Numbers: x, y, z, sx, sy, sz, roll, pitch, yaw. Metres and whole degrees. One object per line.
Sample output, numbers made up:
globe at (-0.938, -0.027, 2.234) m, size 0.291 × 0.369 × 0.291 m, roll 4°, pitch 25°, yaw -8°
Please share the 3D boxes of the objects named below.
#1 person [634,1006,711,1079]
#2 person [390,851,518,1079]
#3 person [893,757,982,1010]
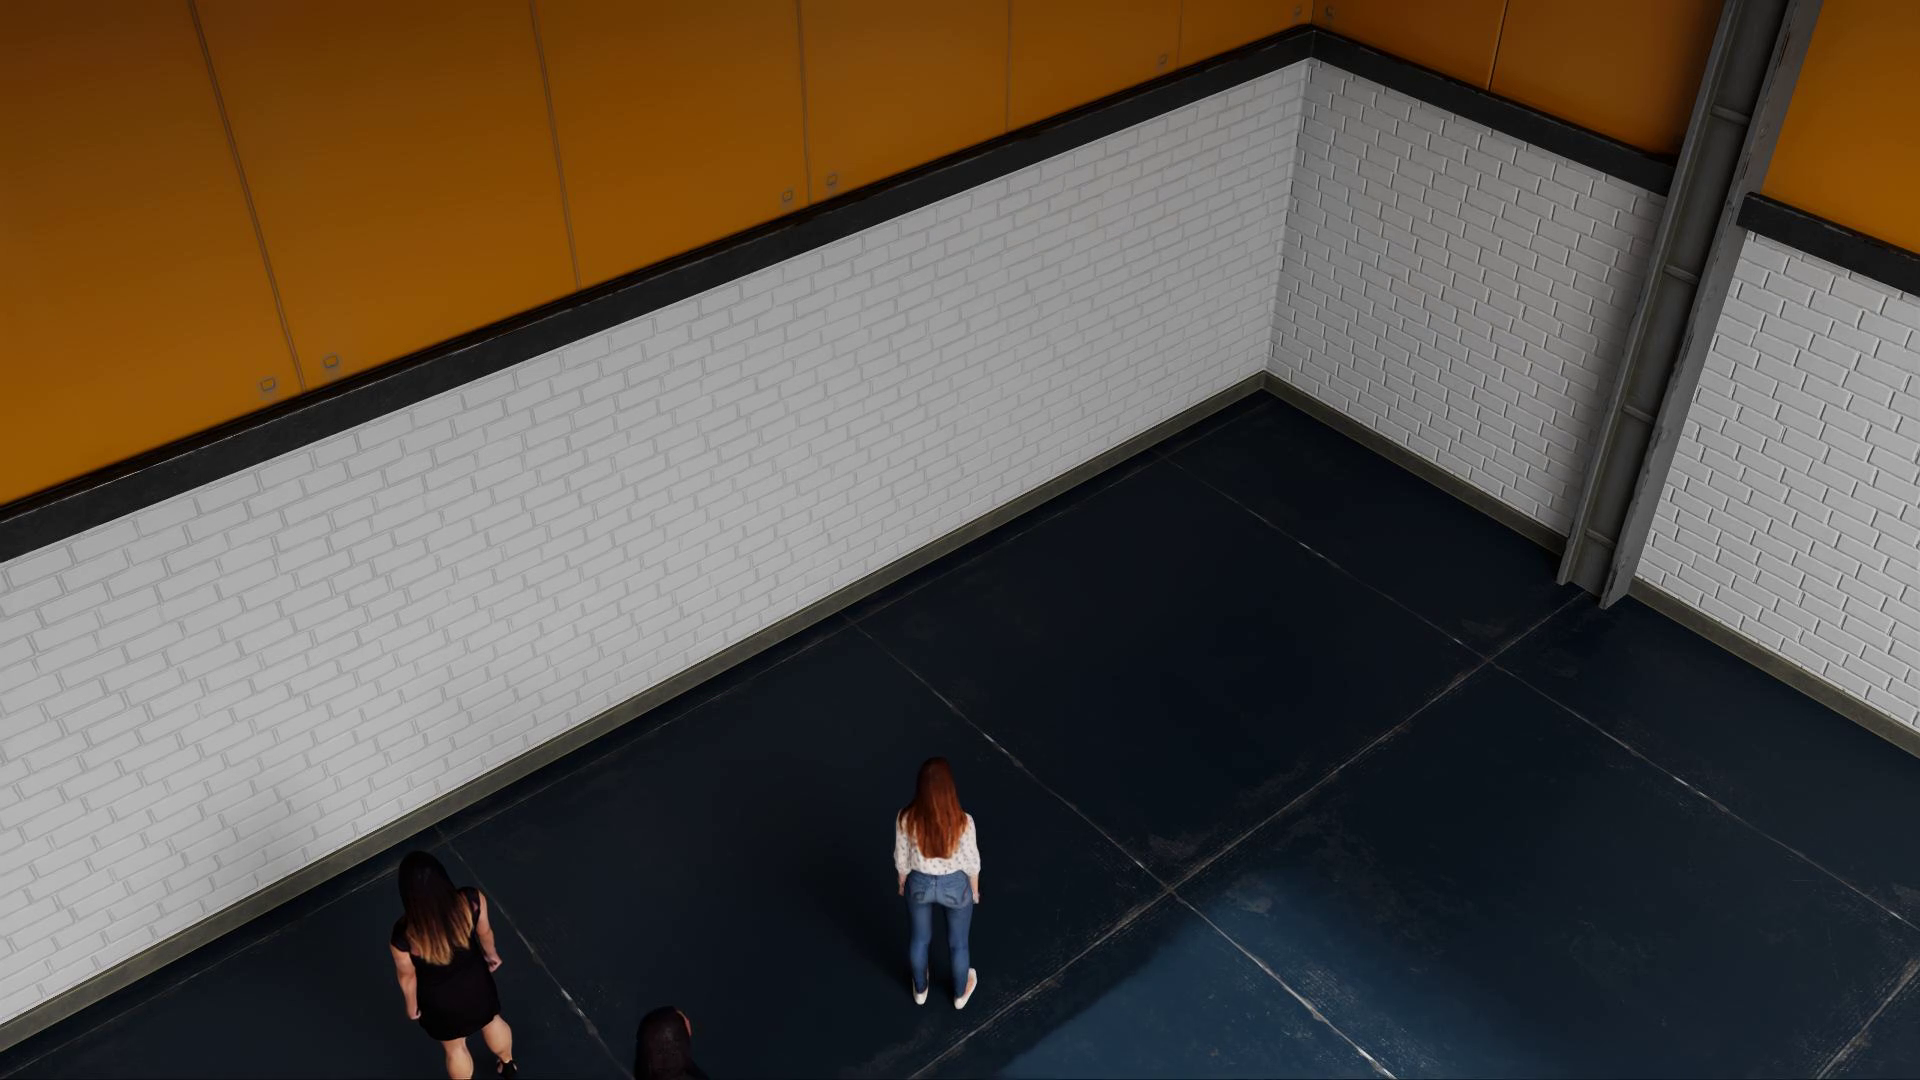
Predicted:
person at (-1.273, 2.670, 7.272) m, size 0.584 × 1.728 × 0.685 m, roll 30°, pitch 47°, yaw 32°
person at (-2.414, 2.133, 7.957) m, size 0.620 × 1.713 × 0.666 m, roll 31°, pitch 48°, yaw 33°
person at (-0.113, 1.748, 8.427) m, size 0.635 × 1.728 × 0.708 m, roll 5°, pitch 39°, yaw 7°
